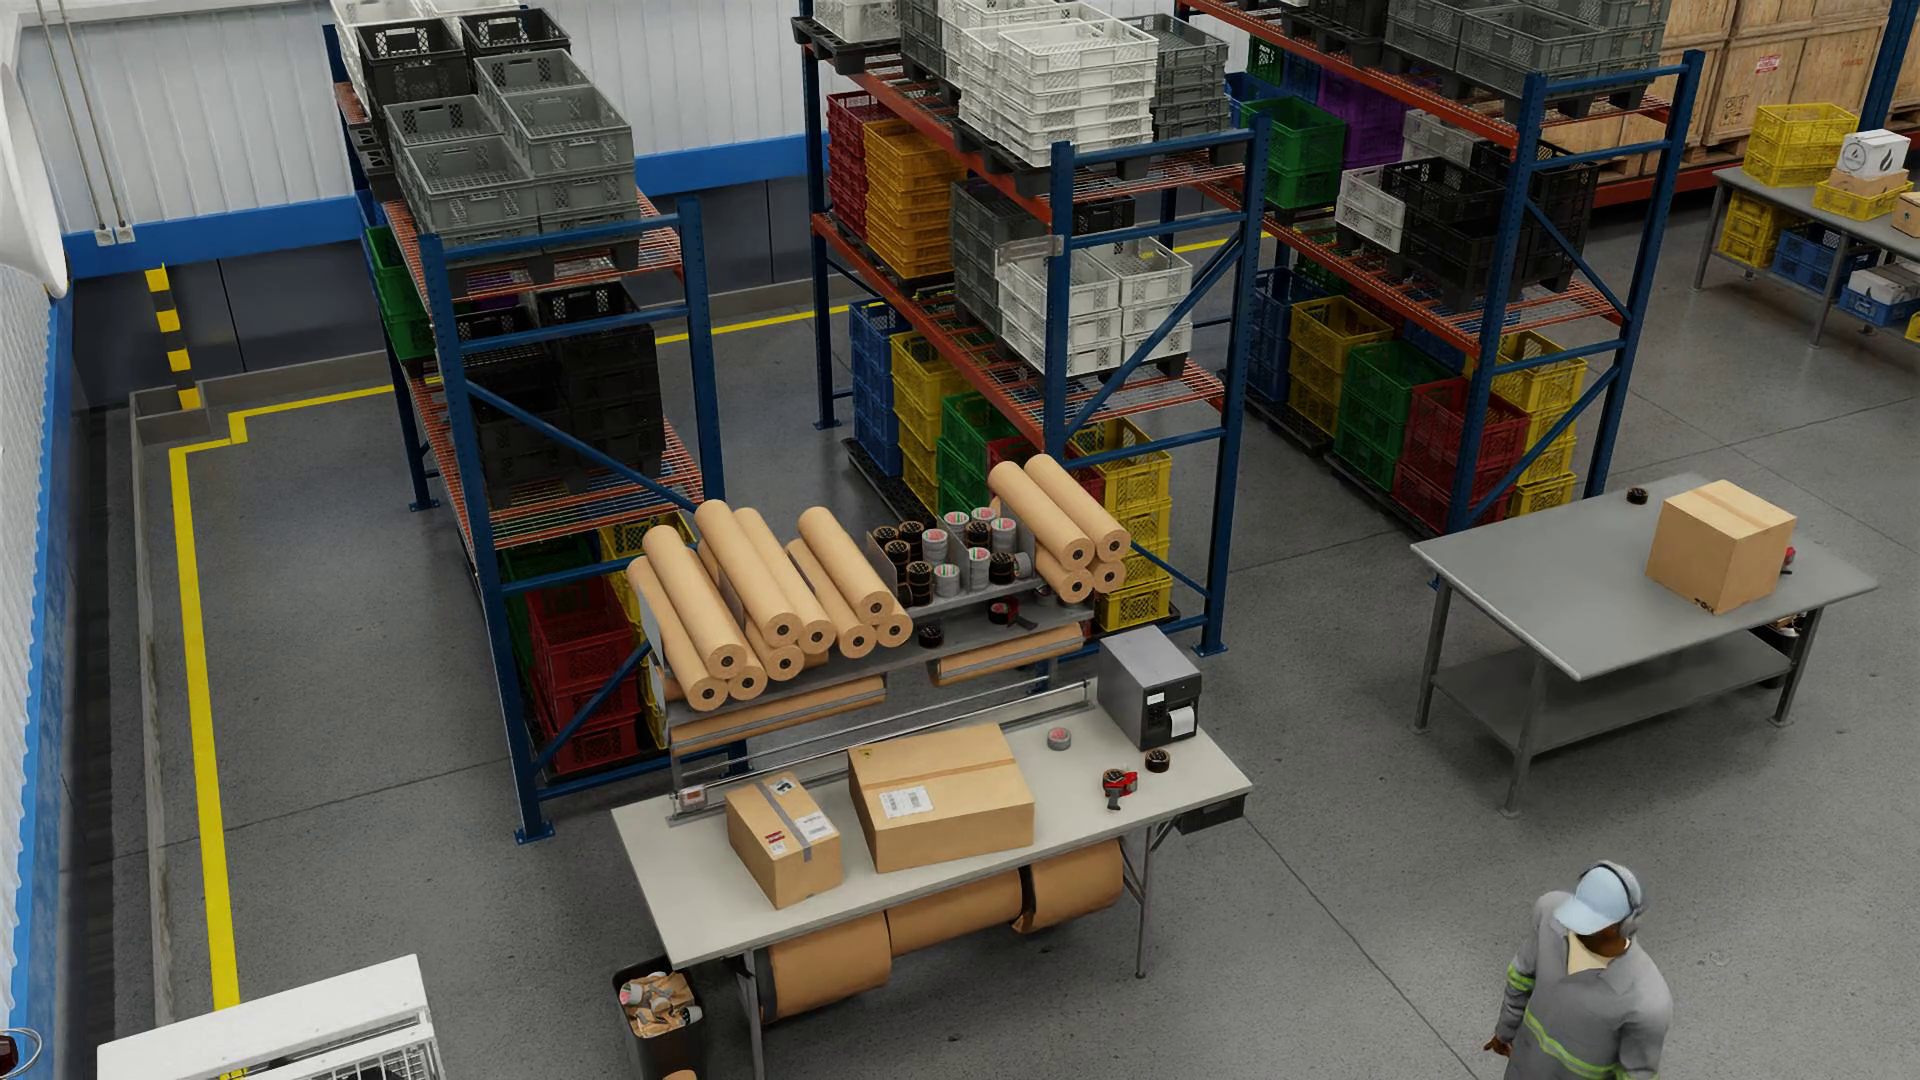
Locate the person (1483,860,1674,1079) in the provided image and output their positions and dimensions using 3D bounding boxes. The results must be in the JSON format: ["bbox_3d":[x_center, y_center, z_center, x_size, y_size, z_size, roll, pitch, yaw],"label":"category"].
[{"bbox_3d":[1.988,1.788,5.557,0.383,1.851,0.596,-14,34,-21],"label":"person"}]
